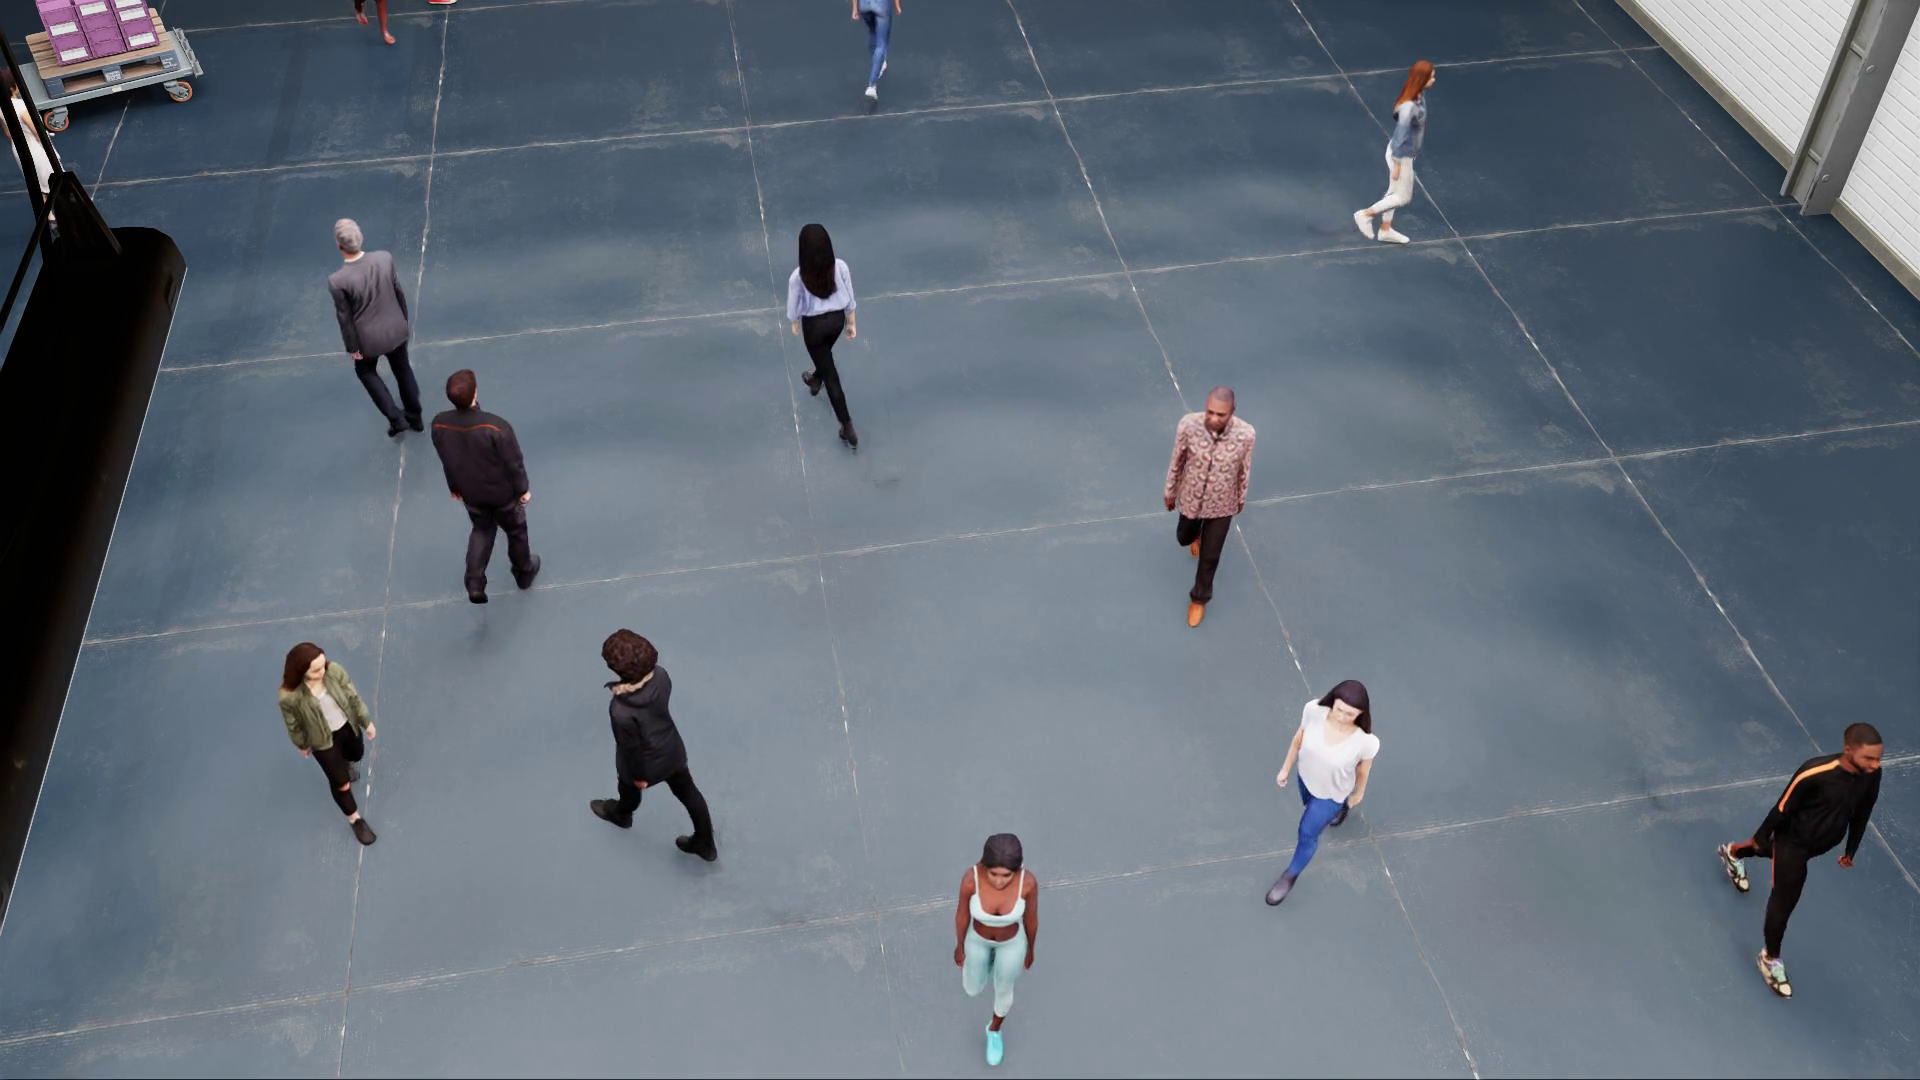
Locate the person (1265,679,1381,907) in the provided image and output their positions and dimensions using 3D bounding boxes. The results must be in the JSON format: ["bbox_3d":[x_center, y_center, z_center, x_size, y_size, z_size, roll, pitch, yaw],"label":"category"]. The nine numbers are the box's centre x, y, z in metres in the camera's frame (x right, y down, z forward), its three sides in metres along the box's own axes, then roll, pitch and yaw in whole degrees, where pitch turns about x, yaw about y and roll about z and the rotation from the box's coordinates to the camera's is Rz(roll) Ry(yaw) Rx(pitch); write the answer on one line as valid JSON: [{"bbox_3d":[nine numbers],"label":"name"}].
[{"bbox_3d":[2.069,1.302,9.251,1.082,1.652,1.128,-33,52,-30],"label":"person"}]

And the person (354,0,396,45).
[{"bbox_3d":[-6.021,-5.873,16.743,0.804,1.707,0.920,-24,49,-23],"label":"person"}]

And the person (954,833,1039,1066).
[{"bbox_3d":[0.185,1.986,8.486,0.703,1.717,0.876,4,44,5],"label":"person"}]

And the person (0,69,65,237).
[{"bbox_3d":[-7.856,-3.274,14.123,0.640,1.556,0.663,15,46,15],"label":"person"}]

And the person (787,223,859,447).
[{"bbox_3d":[-0.957,-1.450,12.116,0.913,1.685,1.240,-21,48,-21],"label":"person"}]

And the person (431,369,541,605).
[{"bbox_3d":[-3.092,-0.277,10.784,0.890,1.823,1.019,6,44,7],"label":"person"}]

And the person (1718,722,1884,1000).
[{"bbox_3d":[4.493,1.517,8.946,0.637,1.761,1.188,-8,44,-8],"label":"person"}]

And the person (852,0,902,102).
[{"bbox_3d":[-0.821,-5.029,15.871,0.952,1.687,1.194,13,45,13],"label":"person"}]

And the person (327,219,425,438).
[{"bbox_3d":[-4.173,-1.479,12.045,0.861,1.826,0.887,-31,52,-28],"label":"person"}]

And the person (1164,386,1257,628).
[{"bbox_3d":[1.634,-0.331,10.873,0.976,1.779,1.184,10,45,11],"label":"person"}]

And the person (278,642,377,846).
[{"bbox_3d":[-3.657,1.075,9.633,0.890,1.453,1.002,-34,53,-30],"label":"person"}]

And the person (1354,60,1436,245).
[{"bbox_3d":[3.637,-3.253,14.001,0.868,1.695,0.818,16,46,16],"label":"person"}]

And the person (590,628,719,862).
[{"bbox_3d":[-1.654,1.207,9.292,1.122,1.733,1.113,22,48,21],"label":"person"}]
